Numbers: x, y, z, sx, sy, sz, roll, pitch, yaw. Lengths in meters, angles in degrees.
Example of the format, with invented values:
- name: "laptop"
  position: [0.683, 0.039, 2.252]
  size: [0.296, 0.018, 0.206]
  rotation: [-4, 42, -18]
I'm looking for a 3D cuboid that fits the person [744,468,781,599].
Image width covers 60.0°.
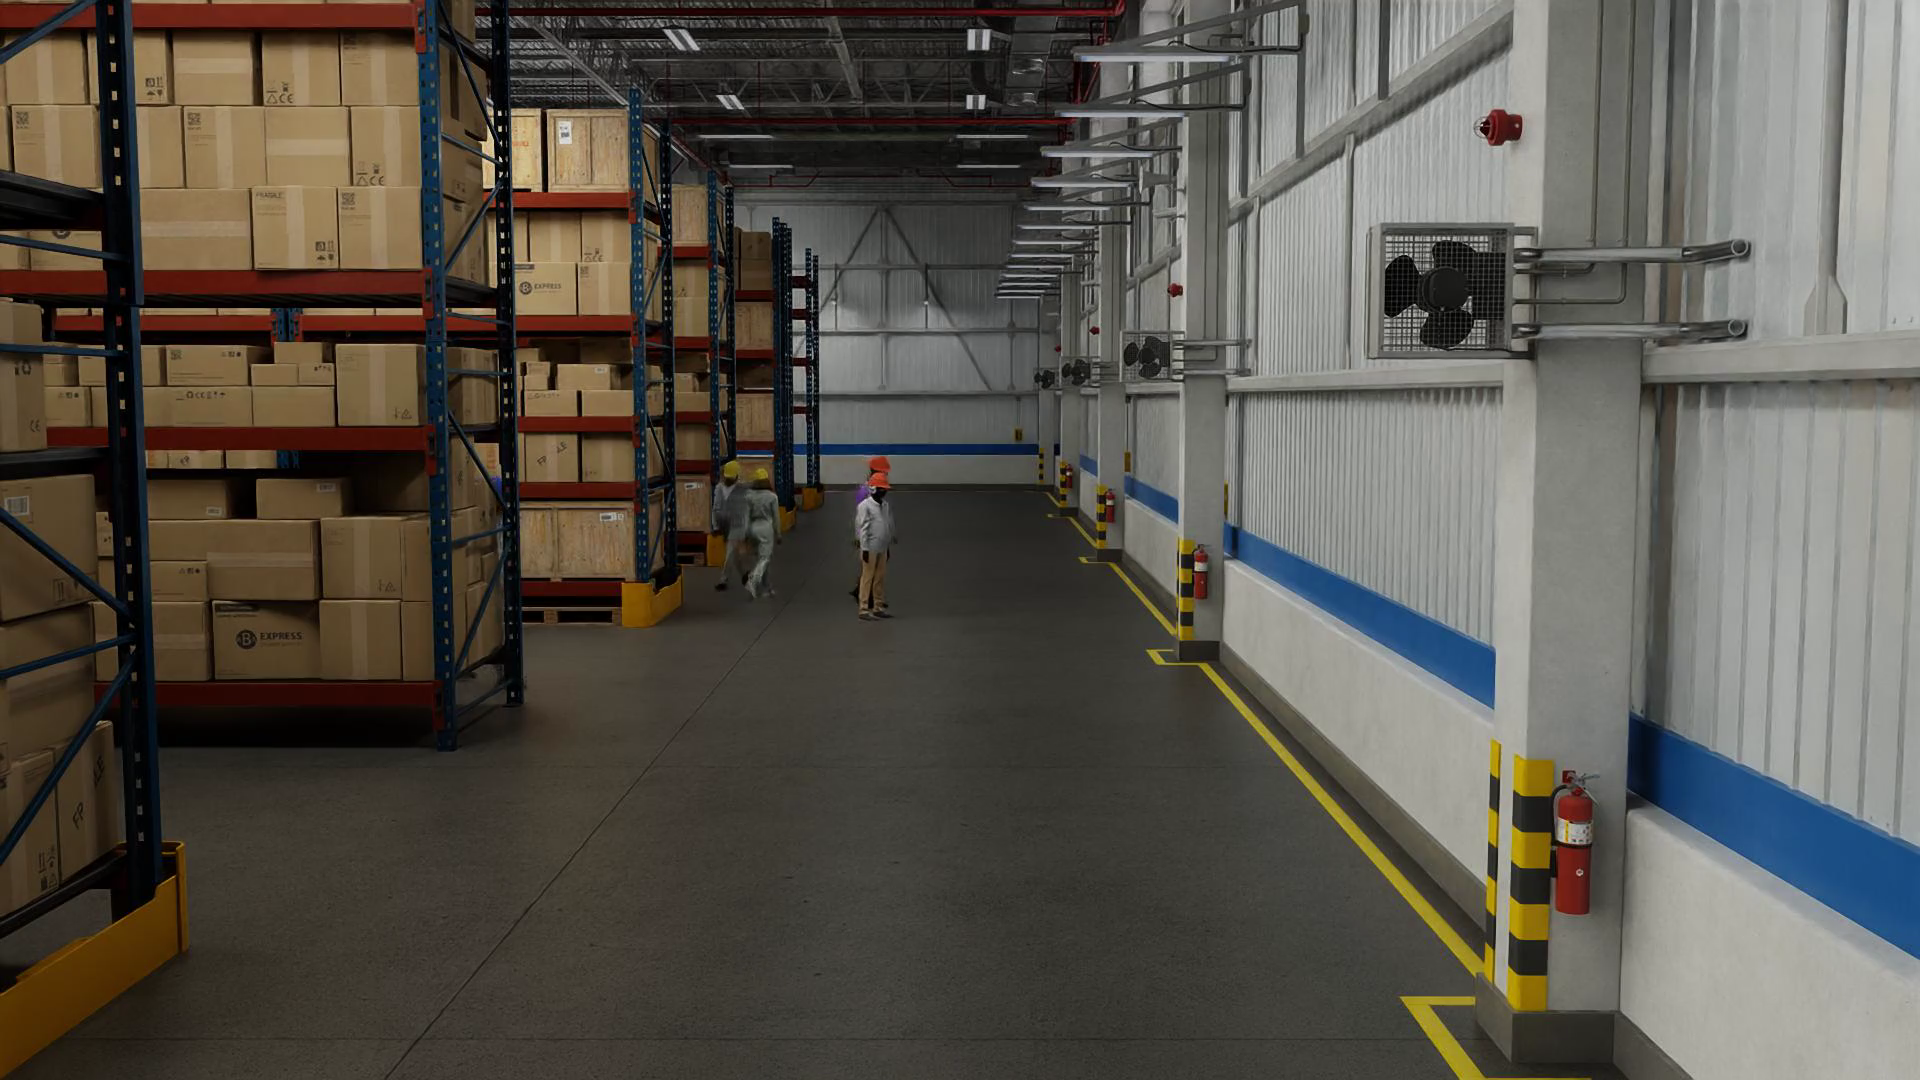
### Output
- name: "person"
  position: [-2.607, -0.079, 21.614]
  size: [0.482, 1.701, 0.800]
  rotation: [2, 5, 22]

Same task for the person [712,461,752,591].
- name: "person"
  position: [-3.076, -0.205, 22.730]
  size: [0.618, 1.778, 0.860]
  rotation: [3, 6, 28]

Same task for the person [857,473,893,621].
- name: "person"
  position: [-0.975, 0.078, 19.565]
  size: [0.349, 1.743, 0.570]
  rotation: [3, 6, 34]

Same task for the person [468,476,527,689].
- name: "person"
  position: [-4.244, 0.381, 14.989]
  size: [0.763, 1.927, 0.614]
  rotation: [2, 5, 25]

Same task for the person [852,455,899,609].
- name: "person"
  position: [-1.010, -0.090, 20.533]
  size: [0.427, 1.914, 0.536]
  rotation: [2, 5, 26]
